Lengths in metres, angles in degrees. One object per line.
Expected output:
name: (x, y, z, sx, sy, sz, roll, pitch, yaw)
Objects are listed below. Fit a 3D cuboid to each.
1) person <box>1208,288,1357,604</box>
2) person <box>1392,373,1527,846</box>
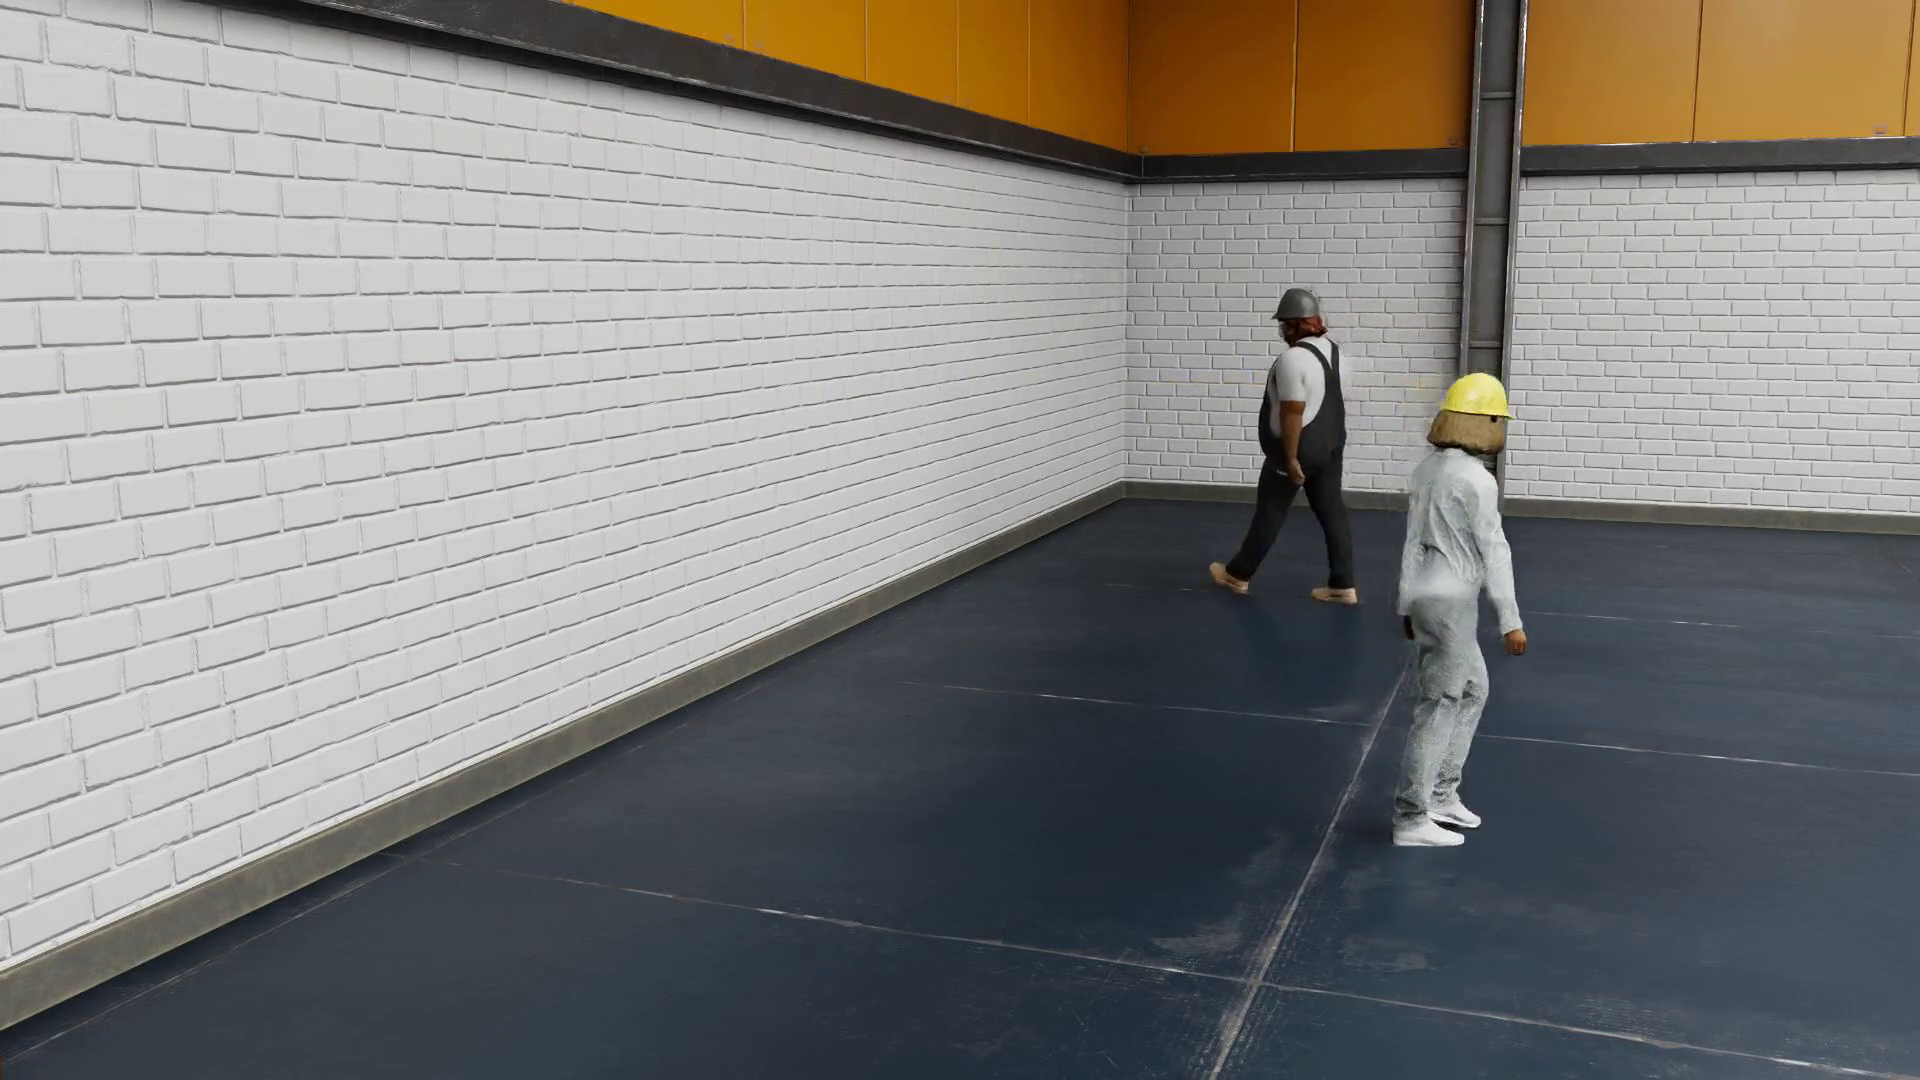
person: (2.126, -0.630, 10.616, 0.691, 2.000, 0.995, -8, 12, -42)
person: (1.813, 0.265, 5.988, 0.555, 1.719, 0.482, -1, 9, -5)
